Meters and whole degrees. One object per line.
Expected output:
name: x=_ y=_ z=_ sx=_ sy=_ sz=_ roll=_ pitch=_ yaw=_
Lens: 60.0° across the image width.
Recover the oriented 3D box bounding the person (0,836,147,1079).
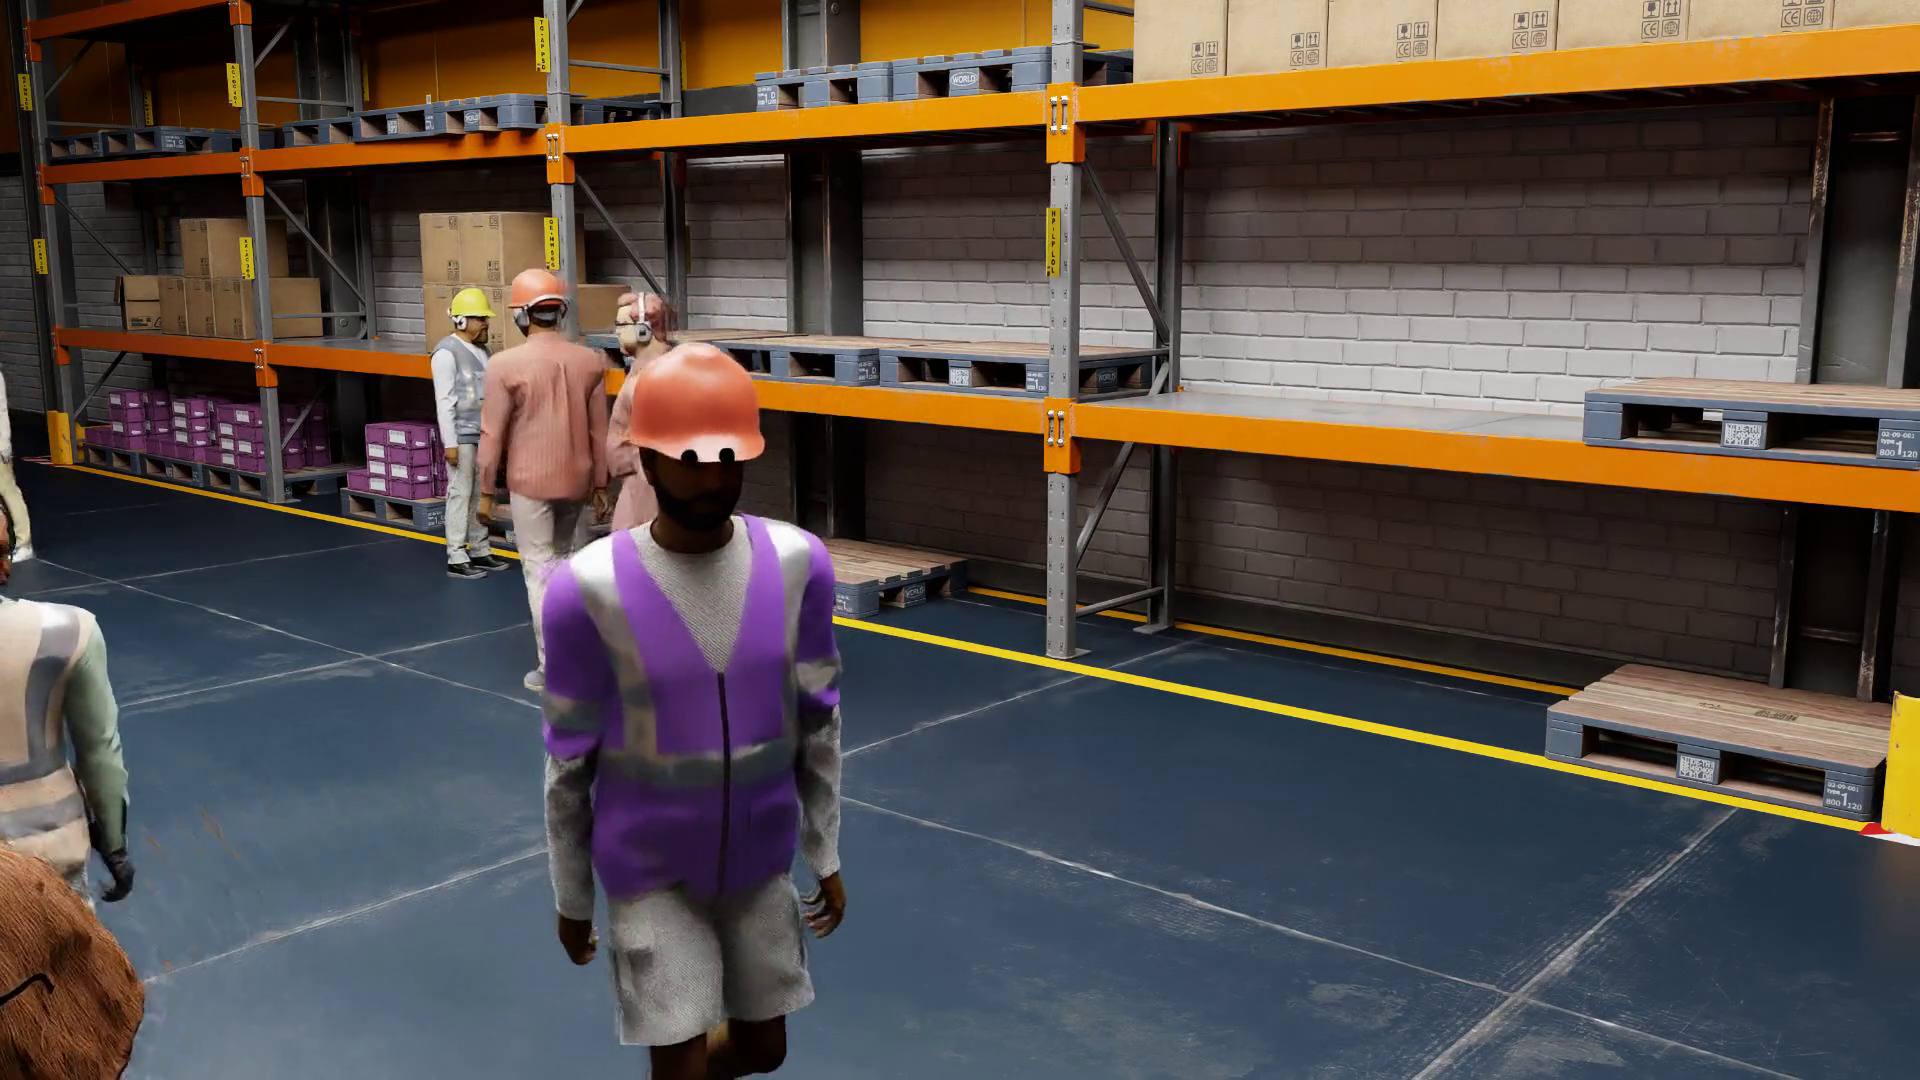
person: x=-0.819 y=1.035 z=1.417 sx=0.512 sy=1.615 sz=0.587 roll=2 pitch=10 yaw=10

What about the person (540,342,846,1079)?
person: x=-0.527 y=0.568 z=3.195 sx=0.562 sy=1.920 sz=0.706 roll=-5 pitch=11 yaw=-27

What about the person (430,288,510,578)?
person: x=-3.091 y=-0.673 z=10.545 sx=0.403 sy=1.825 sz=0.595 roll=3 pitch=10 yaw=15

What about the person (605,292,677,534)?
person: x=-1.392 y=-0.207 z=7.714 sx=0.839 sy=1.880 sz=0.654 roll=1 pitch=10 yaw=7

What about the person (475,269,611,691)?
person: x=-1.963 y=-0.263 z=7.765 sx=0.487 sy=1.980 sz=0.616 roll=8 pitch=13 yaw=40

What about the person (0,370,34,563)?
person: x=-6.410 y=-0.628 z=10.877 sx=0.612 sy=1.601 sz=0.571 roll=4 pitch=11 yaw=22

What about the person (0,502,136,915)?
person: x=-1.992 y=0.676 z=3.418 sx=0.533 sy=1.625 sz=0.594 roll=-5 pitch=11 yaw=-24
